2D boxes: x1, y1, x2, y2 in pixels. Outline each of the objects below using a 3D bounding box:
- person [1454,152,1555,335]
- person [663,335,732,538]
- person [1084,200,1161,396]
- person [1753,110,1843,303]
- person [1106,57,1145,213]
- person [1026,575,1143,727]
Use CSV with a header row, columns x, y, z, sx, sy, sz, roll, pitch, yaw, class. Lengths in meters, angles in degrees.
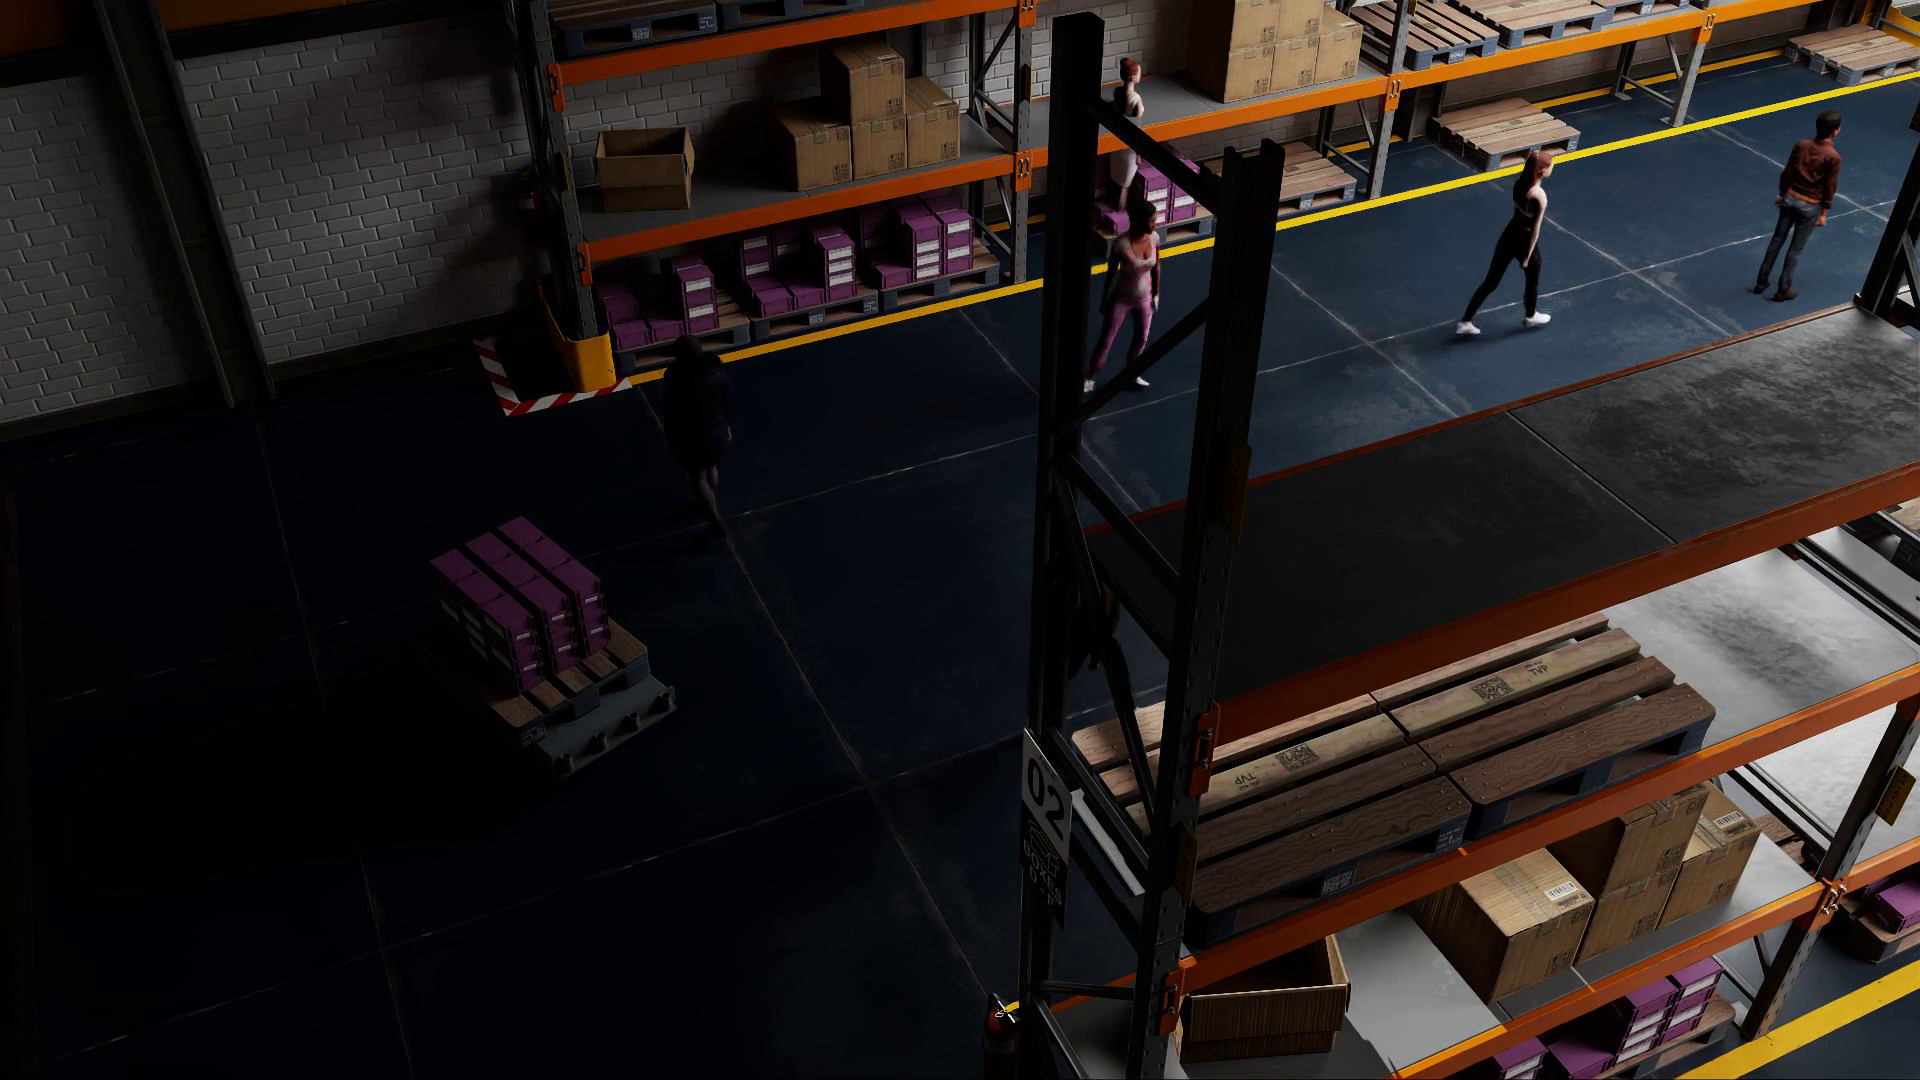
x,y,z,sx,sy,sz,roll,pitch,yaw,class
4.668,-2.474,14.188,1.198,1.693,0.662,-13,40,-15,person
-1.863,-0.732,12.034,0.883,1.659,0.789,-22,44,-25,person
1.336,-1.955,13.516,0.516,1.721,0.938,-5,39,-7,person
7.444,-2.957,14.722,0.581,1.782,0.682,-24,44,-27,person
1.526,-3.666,15.601,0.523,1.793,0.568,-20,43,-23,person
0.751,0.598,10.368,1.138,1.661,0.719,-10,40,-12,person
